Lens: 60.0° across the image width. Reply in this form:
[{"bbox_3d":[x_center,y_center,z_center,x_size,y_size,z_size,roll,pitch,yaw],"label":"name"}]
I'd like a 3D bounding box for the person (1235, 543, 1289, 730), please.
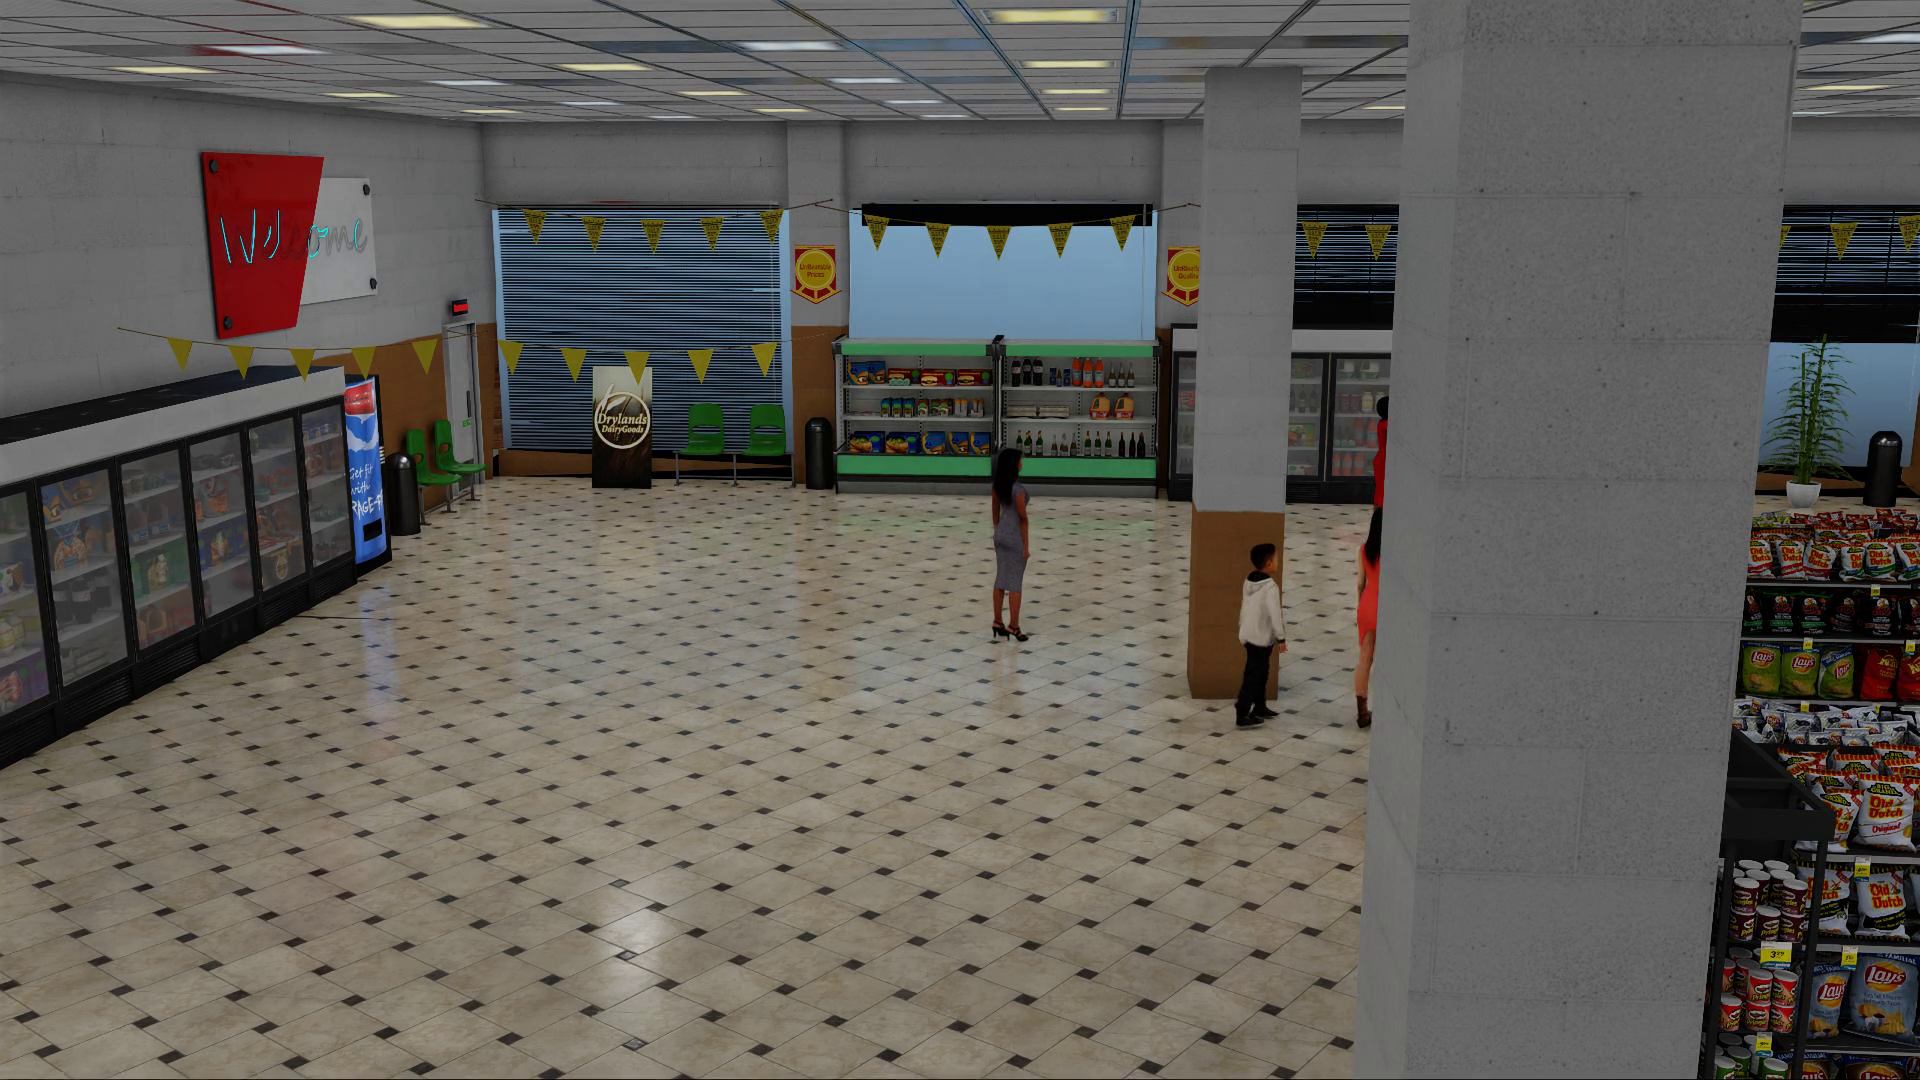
[{"bbox_3d":[2.215,0.747,12.740,0.780,1.439,0.722,-4,12,-17],"label":"person"}]

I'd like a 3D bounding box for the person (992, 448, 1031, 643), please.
[{"bbox_3d":[0.456,0.041,15.265,0.729,1.781,0.674,-9,15,-38],"label":"person"}]
